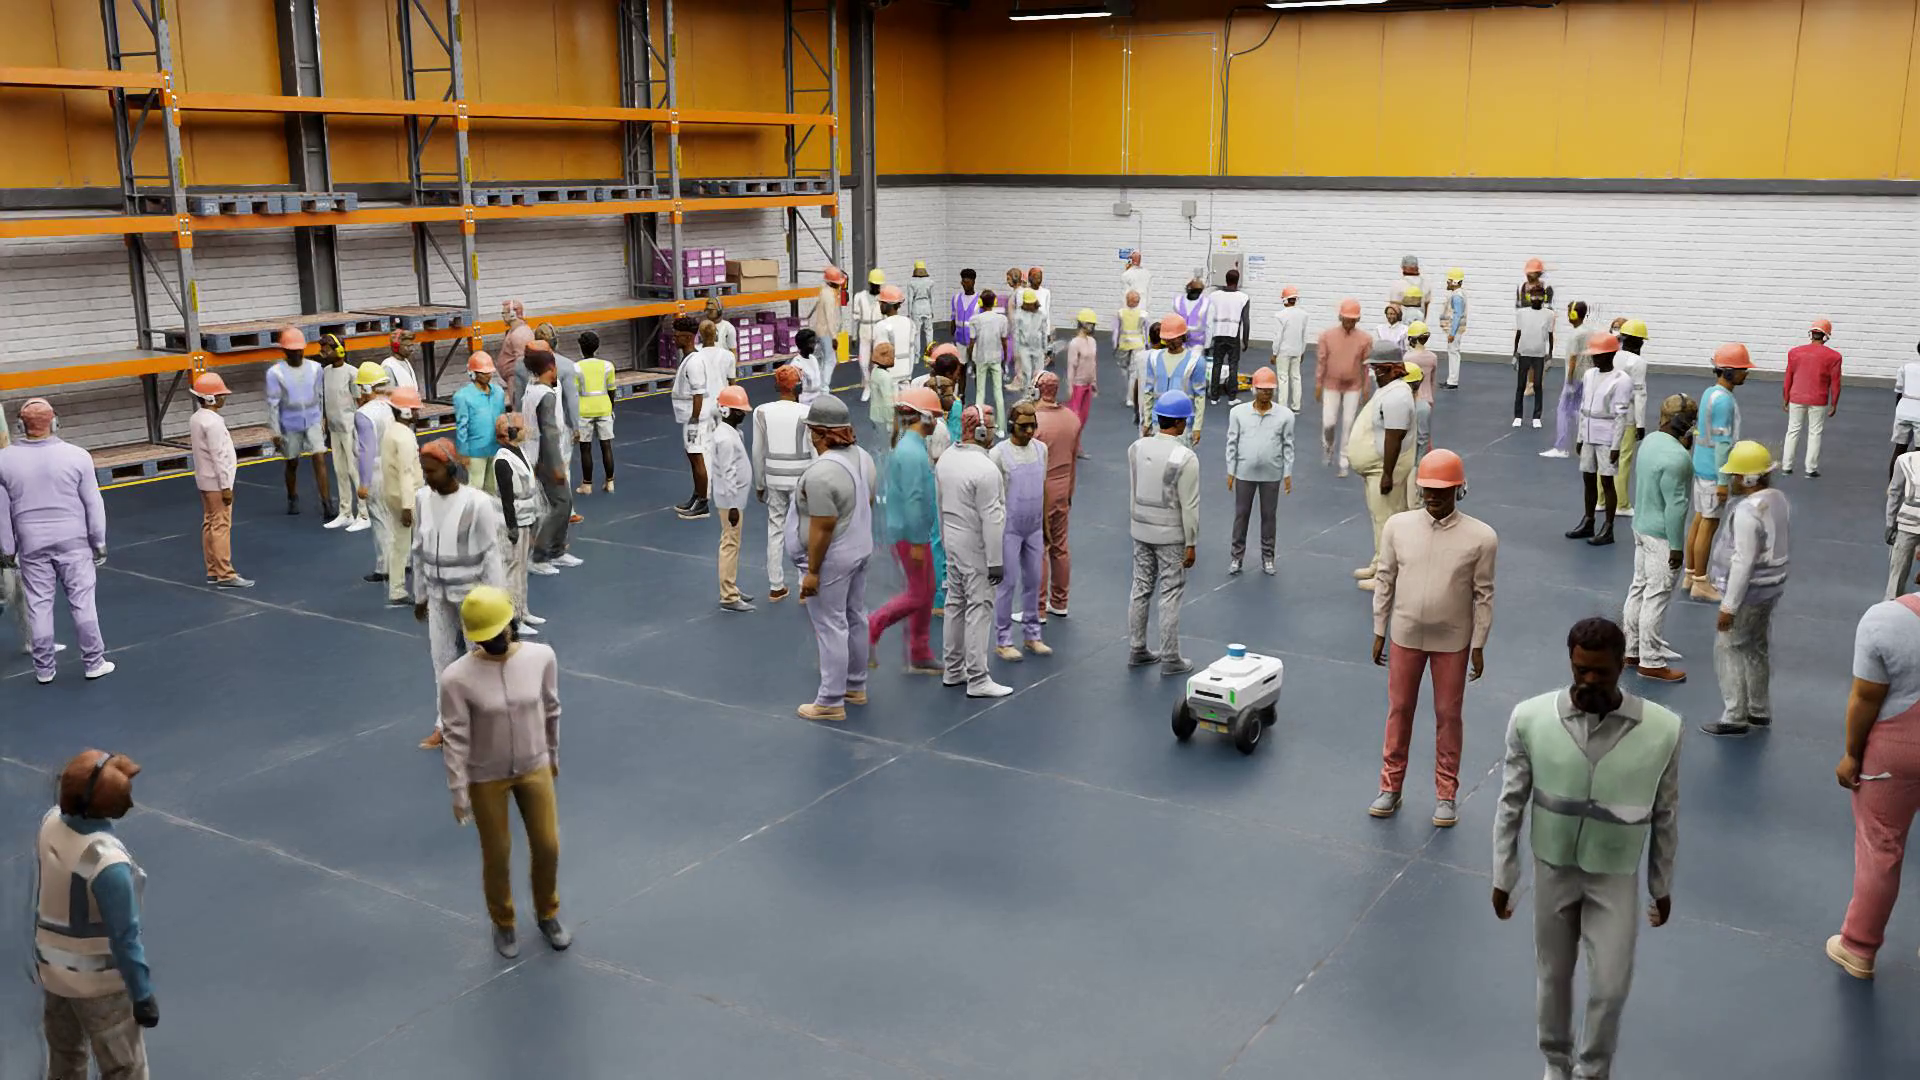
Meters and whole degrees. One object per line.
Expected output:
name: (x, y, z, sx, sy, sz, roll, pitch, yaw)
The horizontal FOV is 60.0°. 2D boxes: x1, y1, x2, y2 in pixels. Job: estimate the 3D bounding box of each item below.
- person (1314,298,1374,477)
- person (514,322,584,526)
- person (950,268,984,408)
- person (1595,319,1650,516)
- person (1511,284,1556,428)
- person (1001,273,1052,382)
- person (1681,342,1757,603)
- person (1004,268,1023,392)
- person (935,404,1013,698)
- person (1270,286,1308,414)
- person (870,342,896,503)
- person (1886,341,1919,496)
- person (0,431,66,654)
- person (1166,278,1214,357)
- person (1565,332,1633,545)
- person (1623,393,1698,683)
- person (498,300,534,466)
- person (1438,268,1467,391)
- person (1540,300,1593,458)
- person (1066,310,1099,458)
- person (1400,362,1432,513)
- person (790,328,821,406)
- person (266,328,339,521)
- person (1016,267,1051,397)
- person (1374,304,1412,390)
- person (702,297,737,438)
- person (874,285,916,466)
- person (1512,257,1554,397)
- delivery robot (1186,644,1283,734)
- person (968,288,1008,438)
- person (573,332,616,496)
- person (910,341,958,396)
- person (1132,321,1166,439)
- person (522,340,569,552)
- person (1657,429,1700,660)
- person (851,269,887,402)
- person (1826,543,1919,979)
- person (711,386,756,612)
person: (4.193, -1.669, 18.185, 0.631, 1.968, 0.456, 2, 13, 8)
person: (-3.879, -1.084, 15.732, 0.638, 1.938, 0.357, 4, 13, 15)
person: (0.127, -2.774, 23.001, 0.607, 1.965, 0.366, 6, 14, 26)
person: (6.476, -1.192, 16.243, 0.381, 1.919, 0.584, -5, 14, -20)
person: (7.406, -2.375, 21.520, 0.503, 1.862, 0.327, 6, 14, 23)
person: (1.017, -3.321, 25.972, 0.893, 1.691, 0.643, 2, 13, 9)
person: (5.986, -0.537, 13.129, 0.385, 2.045, 0.605, 3, 13, 14)
person: (0.841, -3.132, 24.836, 0.344, 1.839, 0.504, -1, 13, -2)
person: (0.106, 0.066, 10.814, 0.401, 1.906, 0.650, -7, 15, -29)
person: (4.441, -2.565, 22.560, 0.572, 1.749, 0.340, -7, 15, -29)
person: (-0.774, -1.190, 16.859, 0.266, 1.631, 0.507, -4, 14, -17)
person: (9.766, -1.239, 16.956, 0.319, 1.687, 0.539, -6, 14, -25)
person: (-6.670, 0.048, 11.503, 0.633, 1.620, 0.546, -4, 14, -17)
person: (3.199, -2.750, 23.240, 0.663, 1.811, 0.438, 4, 14, 19)
person: (5.771, -0.920, 15.047, 0.382, 1.928, 0.545, -5, 14, -21)
person: (4.696, -0.021, 11.132, 0.371, 1.934, 0.630, 0, 13, 2)
person: (-4.951, -1.731, 18.612, 0.407, 1.905, 0.655, -2, 13, -10)
person: (7.393, -3.160, 24.965, 0.403, 1.835, 0.587, 4, 14, 17)
person: (7.168, -1.848, 19.271, 0.609, 1.848, 0.527, 11, 17, 40)
person: (1.384, -1.773, 19.179, 0.328, 1.736, 0.642, 8, 15, 33)
person: (3.821, -0.645, 14.237, 0.343, 1.755, 0.531, -3, 13, -15)
person: (-1.651, -1.407, 17.683, 0.320, 1.689, 0.538, 4, 14, 18)
person: (-6.370, -1.112, 16.028, 0.551, 1.867, 0.982, -9, 16, -35)
person: (1.081, -3.037, 24.321, 0.584, 1.883, 0.349, -8, 15, -31)
person: (5.468, -2.175, 21.121, 0.520, 1.640, 0.307, 9, 16, 34)
person: (-2.875, -1.959, 19.730, 0.514, 1.844, 0.328, 8, 15, 31)
person: (-0.765, -1.857, 18.845, 0.381, 2.046, 0.611, 10, 17, 38)
person: (8.359, -3.101, 24.280, 0.537, 2.031, 0.607, -10, 16, -36)
delivery robot: (1.670, 0.874, 10.067, 0.477, 0.478, 0.707, 9, 16, 35)
person: (0.353, -2.193, 20.727, 0.511, 1.860, 0.319, -1, 13, -6)
person: (-3.810, -1.305, 17.221, 0.541, 1.696, 0.315, -10, 16, -36)
person: (-0.208, -0.838, 14.817, 0.508, 1.872, 0.329, -10, 16, -36)
person: (1.951, -1.259, 16.683, 0.521, 1.857, 0.341, 13, 18, 43)
person: (-3.705, -0.837, 14.785, 0.353, 1.883, 0.577, -9, 16, -36)
person: (4.947, -0.044, 11.651, 0.291, 1.742, 0.493, 2, 13, 8)
person: (-1.239, -2.891, 23.643, 0.631, 1.902, 0.479, 1, 13, 3)
person: (4.059, 0.868, 7.040, 0.689, 2.000, 0.539, 2, 13, 7)
person: (-1.744, -0.325, 12.853, 0.331, 1.745, 0.572, -2, 13, -7)
